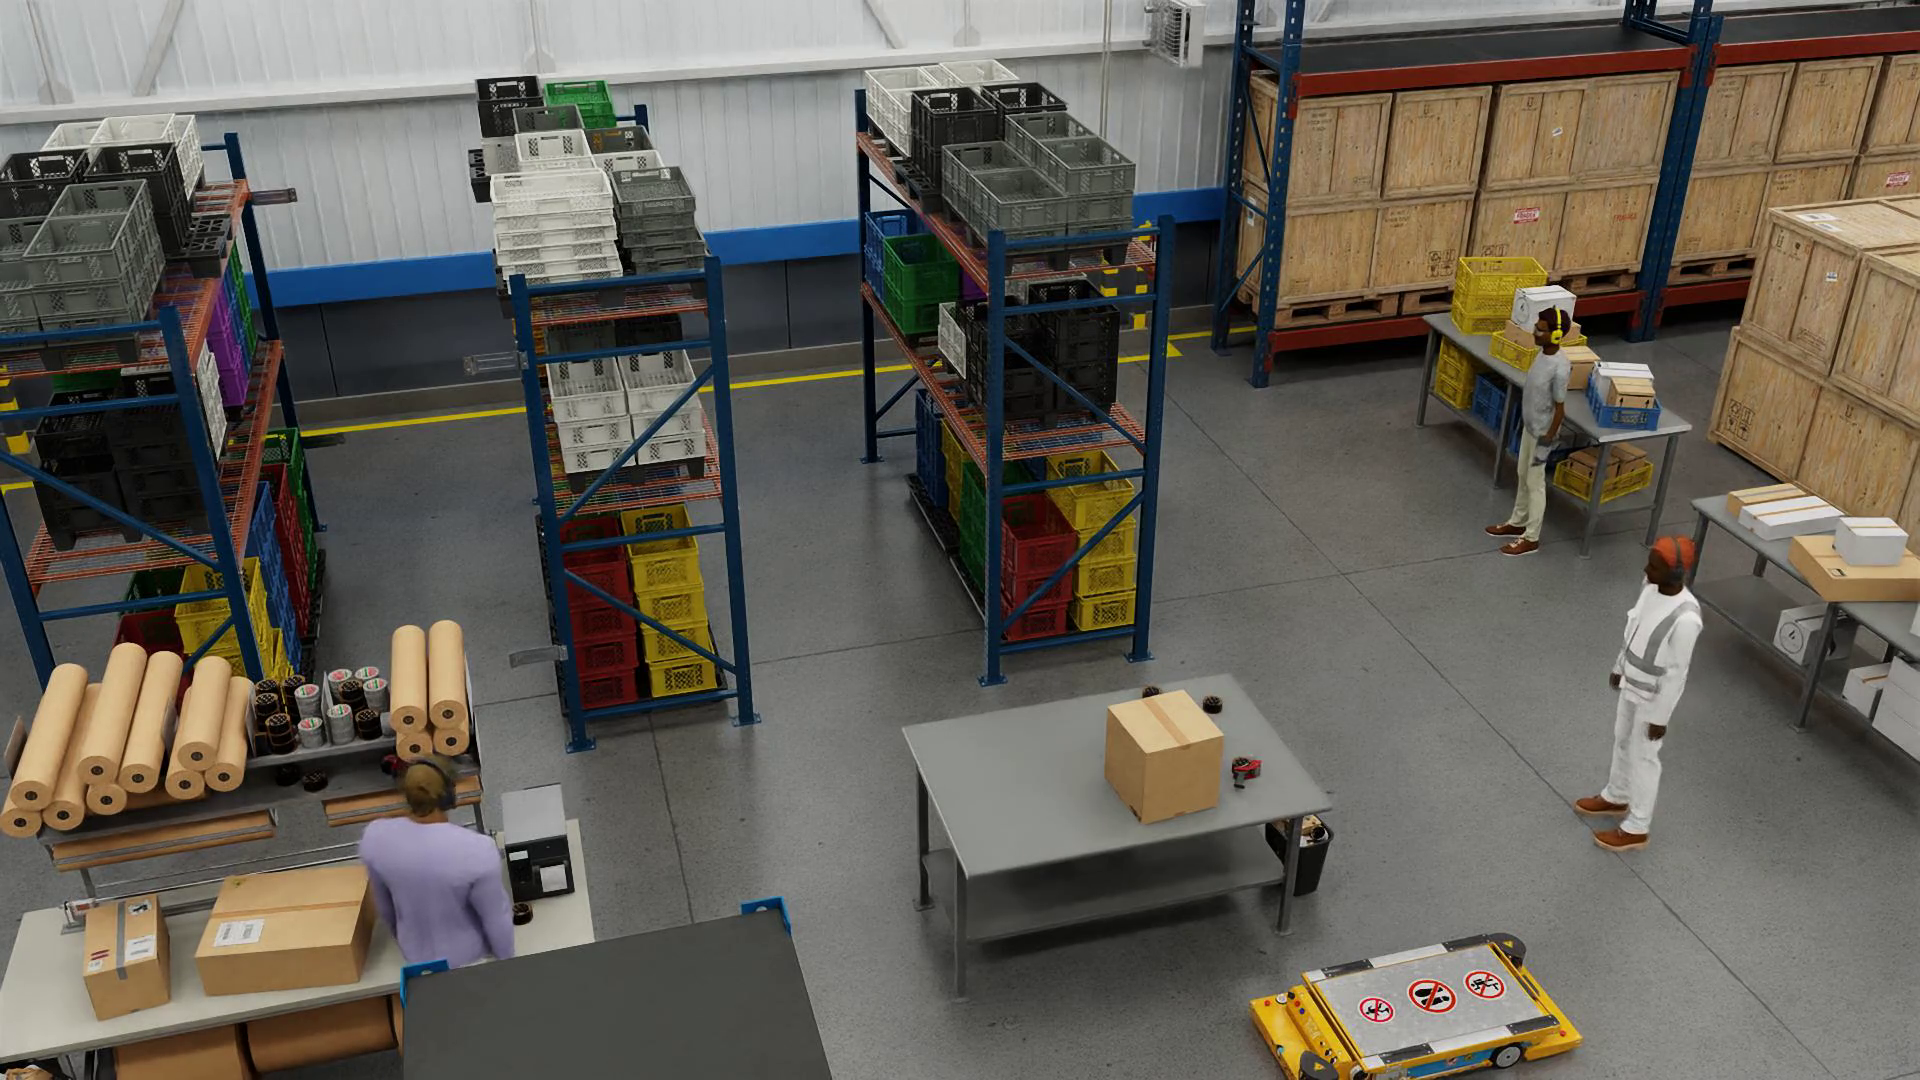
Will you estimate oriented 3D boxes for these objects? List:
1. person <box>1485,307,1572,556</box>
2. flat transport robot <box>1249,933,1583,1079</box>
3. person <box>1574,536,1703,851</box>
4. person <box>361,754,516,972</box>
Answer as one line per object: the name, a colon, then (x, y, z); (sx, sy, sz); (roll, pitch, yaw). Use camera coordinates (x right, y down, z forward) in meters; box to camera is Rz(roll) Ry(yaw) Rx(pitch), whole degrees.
person: (4.111, -0.777, 11.897); (0.326, 1.874, 0.519); (-1, 29, -1)
flat transport robot: (2.184, 2.282, 7.980); (1.431, 0.197, 0.652); (-8, 30, -14)
person: (3.709, 0.809, 9.001); (0.352, 1.880, 0.594); (0, 29, 0)
person: (-2.201, 1.763, 7.220); (0.637, 1.931, 0.384); (6, 29, 11)
